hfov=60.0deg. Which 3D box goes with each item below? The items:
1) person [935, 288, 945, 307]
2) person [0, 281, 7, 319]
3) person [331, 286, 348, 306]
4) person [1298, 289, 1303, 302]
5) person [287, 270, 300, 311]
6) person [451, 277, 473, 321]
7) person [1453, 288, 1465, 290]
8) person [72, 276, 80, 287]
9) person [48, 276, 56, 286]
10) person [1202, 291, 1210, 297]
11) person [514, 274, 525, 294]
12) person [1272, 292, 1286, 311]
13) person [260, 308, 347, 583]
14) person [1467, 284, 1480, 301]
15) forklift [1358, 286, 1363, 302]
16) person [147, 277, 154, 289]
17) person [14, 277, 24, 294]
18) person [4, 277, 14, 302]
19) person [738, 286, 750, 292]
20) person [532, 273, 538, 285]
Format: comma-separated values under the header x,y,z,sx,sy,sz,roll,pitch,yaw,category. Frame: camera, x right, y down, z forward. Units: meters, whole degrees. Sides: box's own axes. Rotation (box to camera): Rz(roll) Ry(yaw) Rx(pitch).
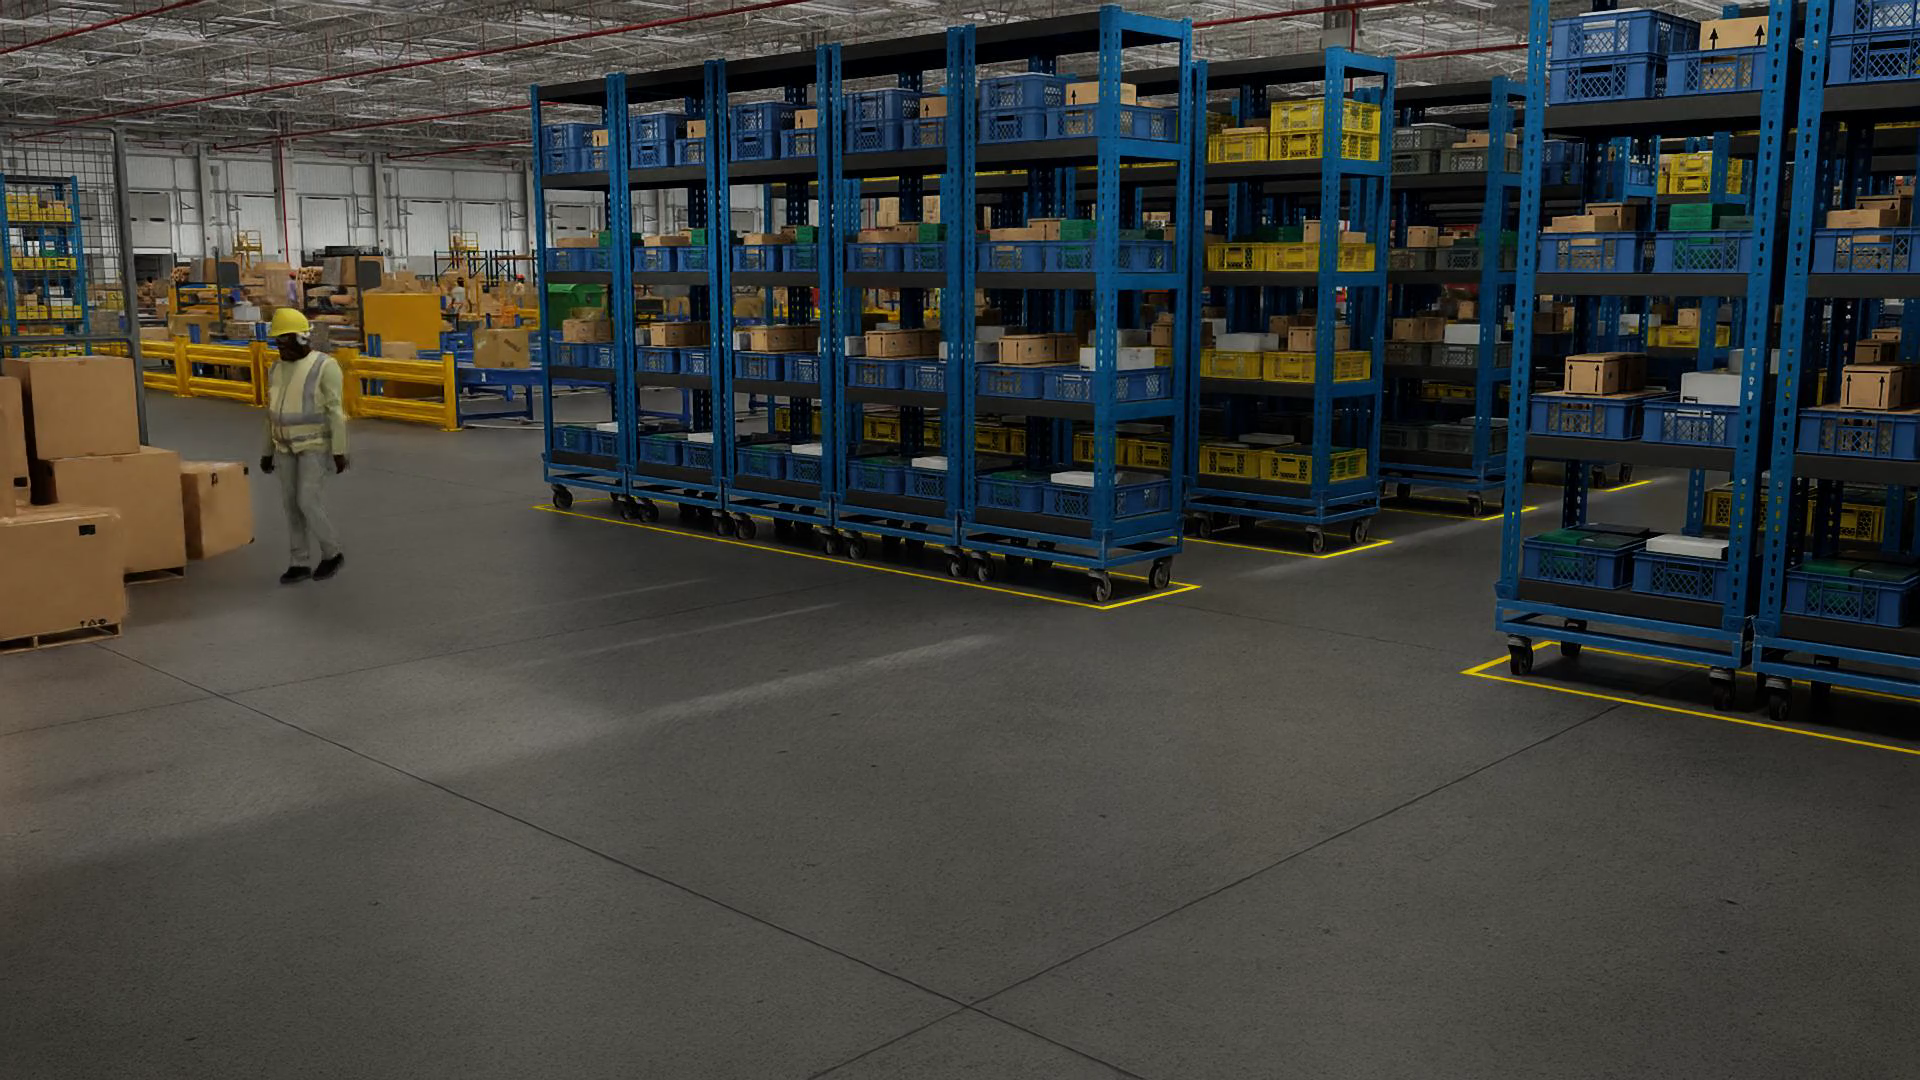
x,y,z,sx,sy,sz,roll,pitch,yaw,category
-0.700,-8.939,62.386,0.532,1.693,0.319,-4,10,-21,person
-26.532,-6.288,45.957,0.582,1.745,0.546,-2,9,-9,person
-21.159,-8.231,56.978,0.992,2.000,0.696,3,10,15,person
10.482,-6.927,50.363,0.516,1.575,0.856,-7,11,-36,person
-24.900,-9.031,61.954,0.611,2.024,0.757,8,12,41,person
-13.452,-6.173,44.927,0.575,1.853,0.417,-1,9,-4,person
19.835,-9.520,66.199,0.537,1.608,0.708,7,11,36,person
-36.587,-10.082,68.969,0.627,1.831,0.448,-1,9,-6,person
-27.979,-7.243,51.465,0.652,1.864,0.589,-8,12,-39,person
7.189,-6.787,48.862,0.808,1.807,0.601,8,13,42,person
-14.851,-8.031,56.191,0.443,1.909,0.602,-6,11,-33,person
5.382,-3.334,27.386,0.415,1.898,0.663,-4,10,-24,person
-4.340,-0.619,10.991,0.611,1.815,0.420,4,10,24,person
7.084,-2.692,23.346,0.629,1.944,1.027,-9,13,-44,person
11.100,-7.017,46.970,1.873,2.768,1.129,9,13,43,forklift
-38.321,-11.608,78.735,0.320,1.697,0.532,-7,11,-35,person
-35.222,-9.053,62.512,0.628,1.882,1.039,2,10,13,person
-36.318,-9.271,63.756,0.604,1.908,0.455,0,9,2,person
-8.996,-10.161,69.035,0.610,1.964,0.366,6,11,33,person
-25.035,-14.853,98.185,0.580,1.856,0.865,2,10,14,person
